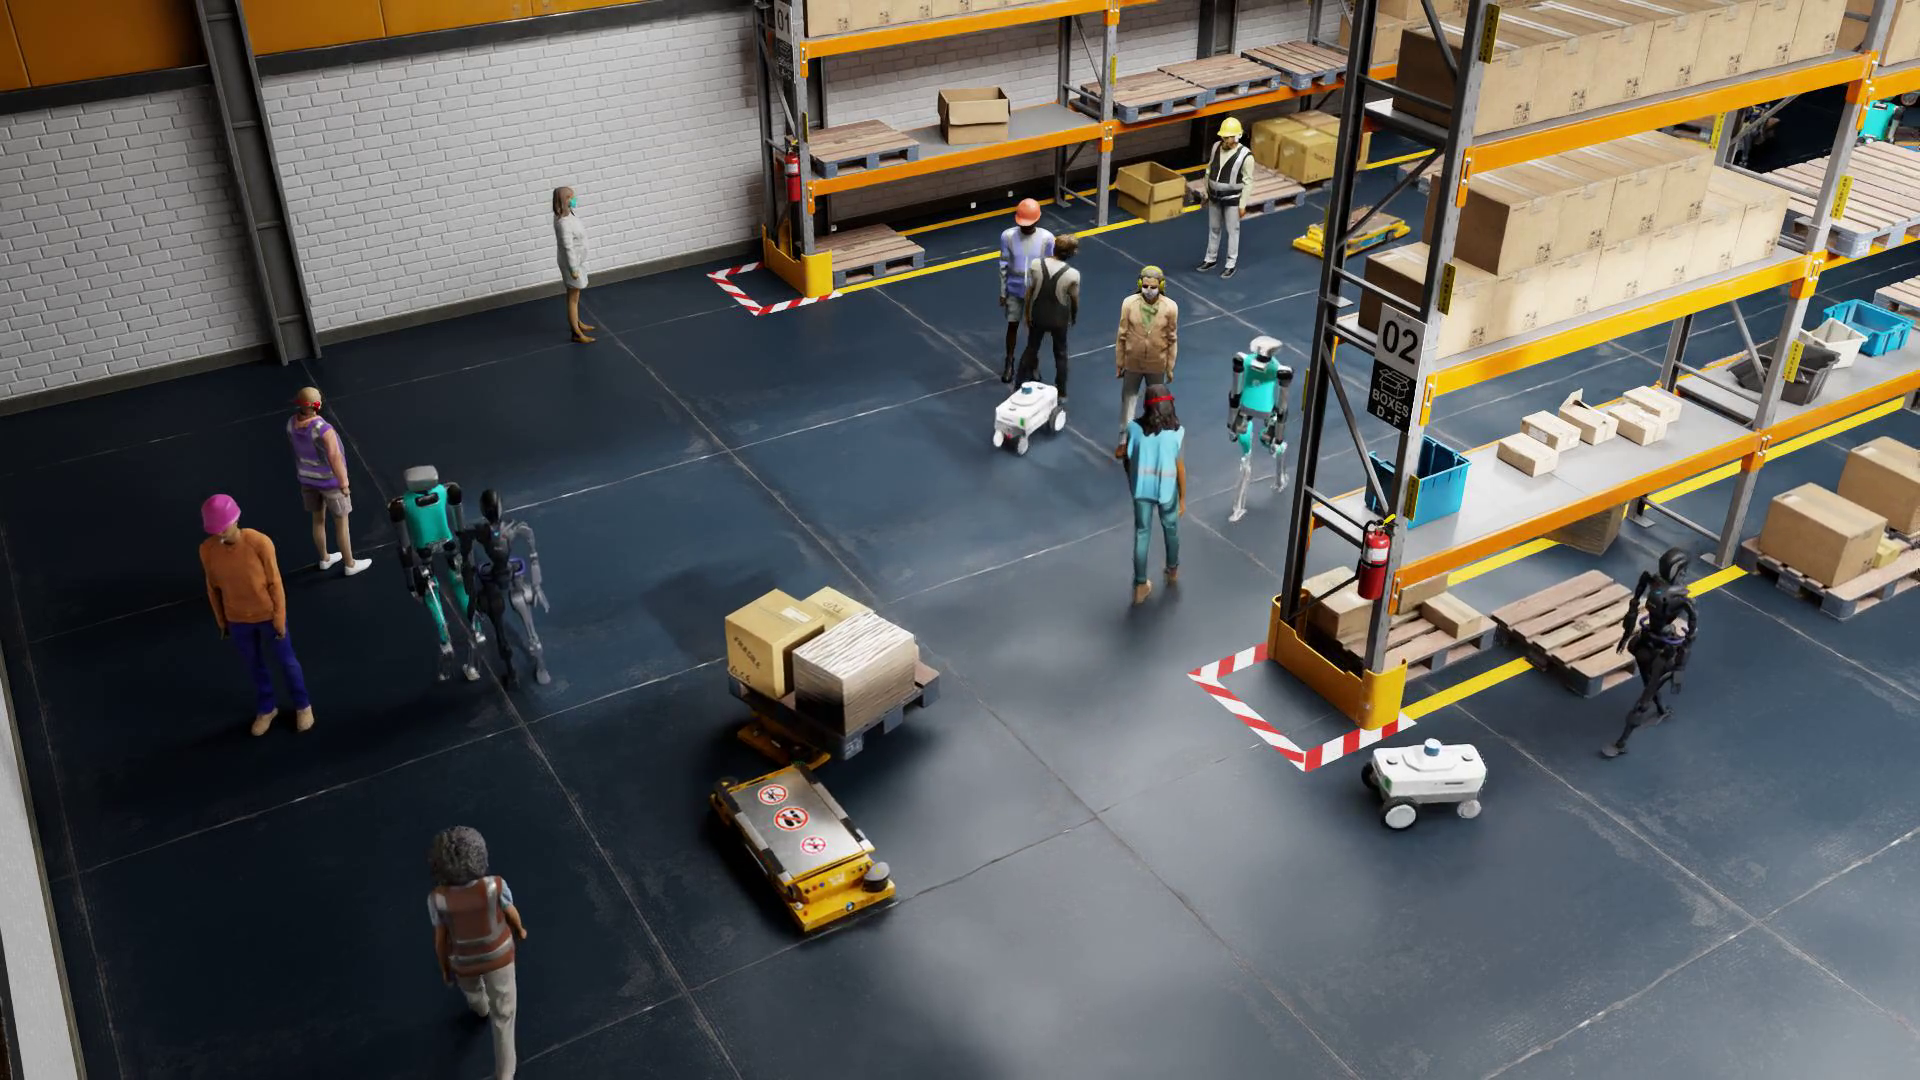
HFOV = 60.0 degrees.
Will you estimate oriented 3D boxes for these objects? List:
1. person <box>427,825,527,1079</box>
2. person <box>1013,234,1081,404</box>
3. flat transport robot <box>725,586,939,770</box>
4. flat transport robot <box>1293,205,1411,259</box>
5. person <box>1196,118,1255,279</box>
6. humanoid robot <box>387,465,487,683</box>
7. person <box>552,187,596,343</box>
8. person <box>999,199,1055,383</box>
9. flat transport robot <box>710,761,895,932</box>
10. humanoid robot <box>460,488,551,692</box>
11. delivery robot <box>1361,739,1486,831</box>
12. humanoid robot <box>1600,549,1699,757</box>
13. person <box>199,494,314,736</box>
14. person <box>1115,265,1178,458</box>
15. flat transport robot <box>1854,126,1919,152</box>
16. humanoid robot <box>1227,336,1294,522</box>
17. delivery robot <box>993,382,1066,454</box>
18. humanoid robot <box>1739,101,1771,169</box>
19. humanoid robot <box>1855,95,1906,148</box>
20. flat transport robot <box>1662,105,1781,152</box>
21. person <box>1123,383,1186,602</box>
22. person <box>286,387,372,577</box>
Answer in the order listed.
[{"bbox_3d":[-2.639,2.240,9.206,0.443,1.645,0.841,-5,32,-8],"label":"person"},{"bbox_3d":[0.849,-2.133,16.055,0.631,1.794,0.400,8,33,13],"label":"person"},{"bbox_3d":[-0.879,1.197,12.175,0.659,0.231,1.431,25,40,34],"label":"flat transport robot"},{"bbox_3d":[4.714,-3.688,19.966,1.431,0.231,0.659,-25,40,-34],"label":"flat transport robot"},{"bbox_3d":[2.991,-3.869,18.782,0.594,1.832,0.404,26,40,35],"label":"person"},{"bbox_3d":[-3.730,0.361,12.153,0.536,1.825,0.651,-19,37,-28],"label":"humanoid robot"},{"bbox_3d":[-4.031,-2.886,17.373,0.339,1.661,0.480,-5,32,-8],"label":"person"},{"bbox_3d":[0.652,-2.461,16.449,0.542,1.928,0.370,1,32,2],"label":"person"},{"bbox_3d":[-1.058,1.963,10.953,0.659,0.231,1.431,-18,36,-26],"label":"flat transport robot"},{"bbox_3d":[-3.332,0.369,12.162,0.589,1.649,0.341,-11,34,-16],"label":"humanoid robot"},{"bbox_3d":[3.154,1.606,11.246,0.777,0.587,0.499,-2,32,-4],"label":"delivery robot"},{"bbox_3d":[4.877,0.746,11.621,0.836,1.622,0.593,-16,35,-24],"label":"humanoid robot"},{"bbox_3d":[-4.962,0.525,11.653,0.509,1.974,0.405,-4,32,-6],"label":"person"},{"bbox_3d":[1.684,-1.626,15.166,0.564,1.875,0.391,4,32,6],"label":"person"},{"bbox_3d":[12.994,-5.455,22.784,1.431,0.231,0.659,0,32,0],"label":"flat transport robot"},{"bbox_3d":[2.687,-1.050,14.406,0.549,1.785,0.915,19,37,28],"label":"humanoid robot"},{"bbox_3d":[0.642,-1.205,15.749,0.499,0.608,0.797,19,37,27],"label":"delivery robot"},{"bbox_3d":[10.011,-5.324,21.245,0.611,1.651,0.308,24,39,32],"label":"humanoid robot"},{"bbox_3d":[10.705,-4.473,19.746,0.530,1.691,0.746,21,38,29],"label":"humanoid robot"},{"bbox_3d":[10.348,-5.455,22.784,0.659,0.231,1.431,27,41,36],"label":"flat transport robot"},{"bbox_3d":[1.539,-0.393,13.222,0.532,1.838,0.621,7,33,12],"label":"person"},{"bbox_3d":[-5.163,-0.470,13.498,0.481,1.686,0.344,13,34,19],"label":"person"}]
